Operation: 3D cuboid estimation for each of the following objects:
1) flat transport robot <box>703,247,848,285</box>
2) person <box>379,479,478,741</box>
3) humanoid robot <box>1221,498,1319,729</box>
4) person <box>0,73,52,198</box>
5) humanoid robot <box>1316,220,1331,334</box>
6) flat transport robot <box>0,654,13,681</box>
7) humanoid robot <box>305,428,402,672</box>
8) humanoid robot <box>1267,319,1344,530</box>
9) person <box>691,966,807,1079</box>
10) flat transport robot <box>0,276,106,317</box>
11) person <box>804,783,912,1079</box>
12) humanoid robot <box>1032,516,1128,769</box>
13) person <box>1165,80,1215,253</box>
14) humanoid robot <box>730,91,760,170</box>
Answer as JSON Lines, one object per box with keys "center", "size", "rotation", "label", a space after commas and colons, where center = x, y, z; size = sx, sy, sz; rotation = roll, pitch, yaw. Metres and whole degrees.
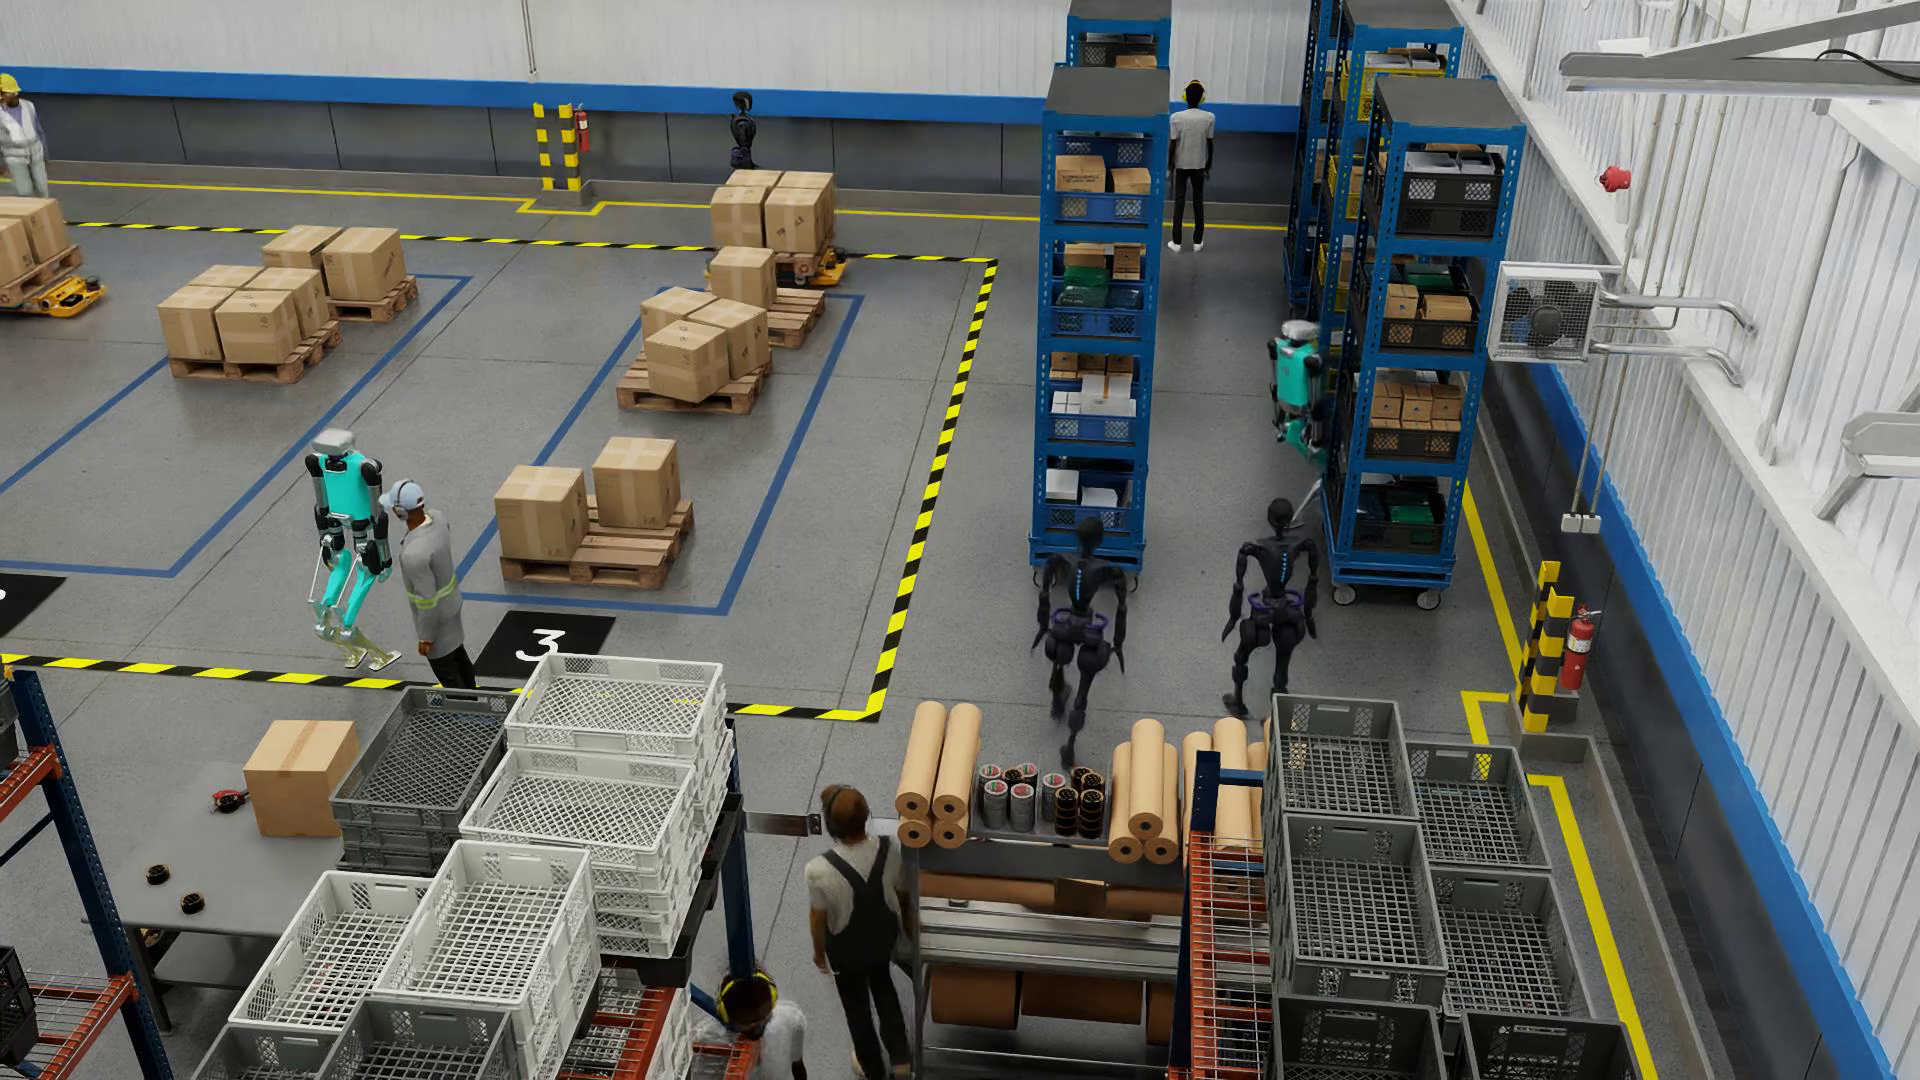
{"center": [-1.958, -2.952, 17.716], "size": [1.431, 0.197, 0.652], "rotation": [3, 30, 6], "label": "flat transport robot"}
{"center": [-3.291, 0.447, 10.333], "size": [0.388, 1.849, 0.596], "rotation": [-1, 30, -2], "label": "person"}
{"center": [1.956, 0.473, 10.466], "size": [0.613, 1.639, 0.537], "rotation": [-5, 31, -8], "label": "humanoid robot"}
{"center": [-10.415, -4.271, 18.465], "size": [0.491, 1.818, 0.611], "rotation": [19, 35, 30], "label": "person"}
{"center": [3.506, -2.516, 15.578], "size": [0.315, 1.659, 0.599], "rotation": [17, 34, 27], "label": "humanoid robot"}
{"center": [-7.142, 0.969, 11.010], "size": [1.431, 0.231, 0.659], "rotation": [3, 30, 6], "label": "flat transport robot"}
{"center": [-4.048, 0.146, 10.828], "size": [0.533, 1.679, 0.735], "rotation": [9, 31, 15], "label": "humanoid robot"}
{"center": [2.764, -0.879, 12.785], "size": [0.890, 1.842, 0.555], "rotation": [-17, 34, -27], "label": "humanoid robot"}
{"center": [-0.817, 2.524, 6.775], "size": [0.526, 1.846, 0.755], "rotation": [-9, 31, -15], "label": "person"}
{"center": [-9.588, -2.524, 16.981], "size": [1.431, 0.197, 0.652], "rotation": [3, 30, 6], "label": "flat transport robot"}
{"center": [-0.471, 1.905, 7.851], "size": [0.503, 1.822, 0.424], "rotation": [-15, 33, -23], "label": "person"}
{"center": [0.744, 0.579, 10.318], "size": [0.609, 1.617, 0.736], "rotation": [9, 31, 15], "label": "humanoid robot"}
{"center": [2.487, -4.036, 18.013], "size": [0.514, 1.873, 0.328], "rotation": [0, 30, 0], "label": "person"}
{"center": [-2.366, -4.124, 18.341], "size": [0.315, 1.657, 0.599], "rotation": [-2, 30, -3], "label": "humanoid robot"}
